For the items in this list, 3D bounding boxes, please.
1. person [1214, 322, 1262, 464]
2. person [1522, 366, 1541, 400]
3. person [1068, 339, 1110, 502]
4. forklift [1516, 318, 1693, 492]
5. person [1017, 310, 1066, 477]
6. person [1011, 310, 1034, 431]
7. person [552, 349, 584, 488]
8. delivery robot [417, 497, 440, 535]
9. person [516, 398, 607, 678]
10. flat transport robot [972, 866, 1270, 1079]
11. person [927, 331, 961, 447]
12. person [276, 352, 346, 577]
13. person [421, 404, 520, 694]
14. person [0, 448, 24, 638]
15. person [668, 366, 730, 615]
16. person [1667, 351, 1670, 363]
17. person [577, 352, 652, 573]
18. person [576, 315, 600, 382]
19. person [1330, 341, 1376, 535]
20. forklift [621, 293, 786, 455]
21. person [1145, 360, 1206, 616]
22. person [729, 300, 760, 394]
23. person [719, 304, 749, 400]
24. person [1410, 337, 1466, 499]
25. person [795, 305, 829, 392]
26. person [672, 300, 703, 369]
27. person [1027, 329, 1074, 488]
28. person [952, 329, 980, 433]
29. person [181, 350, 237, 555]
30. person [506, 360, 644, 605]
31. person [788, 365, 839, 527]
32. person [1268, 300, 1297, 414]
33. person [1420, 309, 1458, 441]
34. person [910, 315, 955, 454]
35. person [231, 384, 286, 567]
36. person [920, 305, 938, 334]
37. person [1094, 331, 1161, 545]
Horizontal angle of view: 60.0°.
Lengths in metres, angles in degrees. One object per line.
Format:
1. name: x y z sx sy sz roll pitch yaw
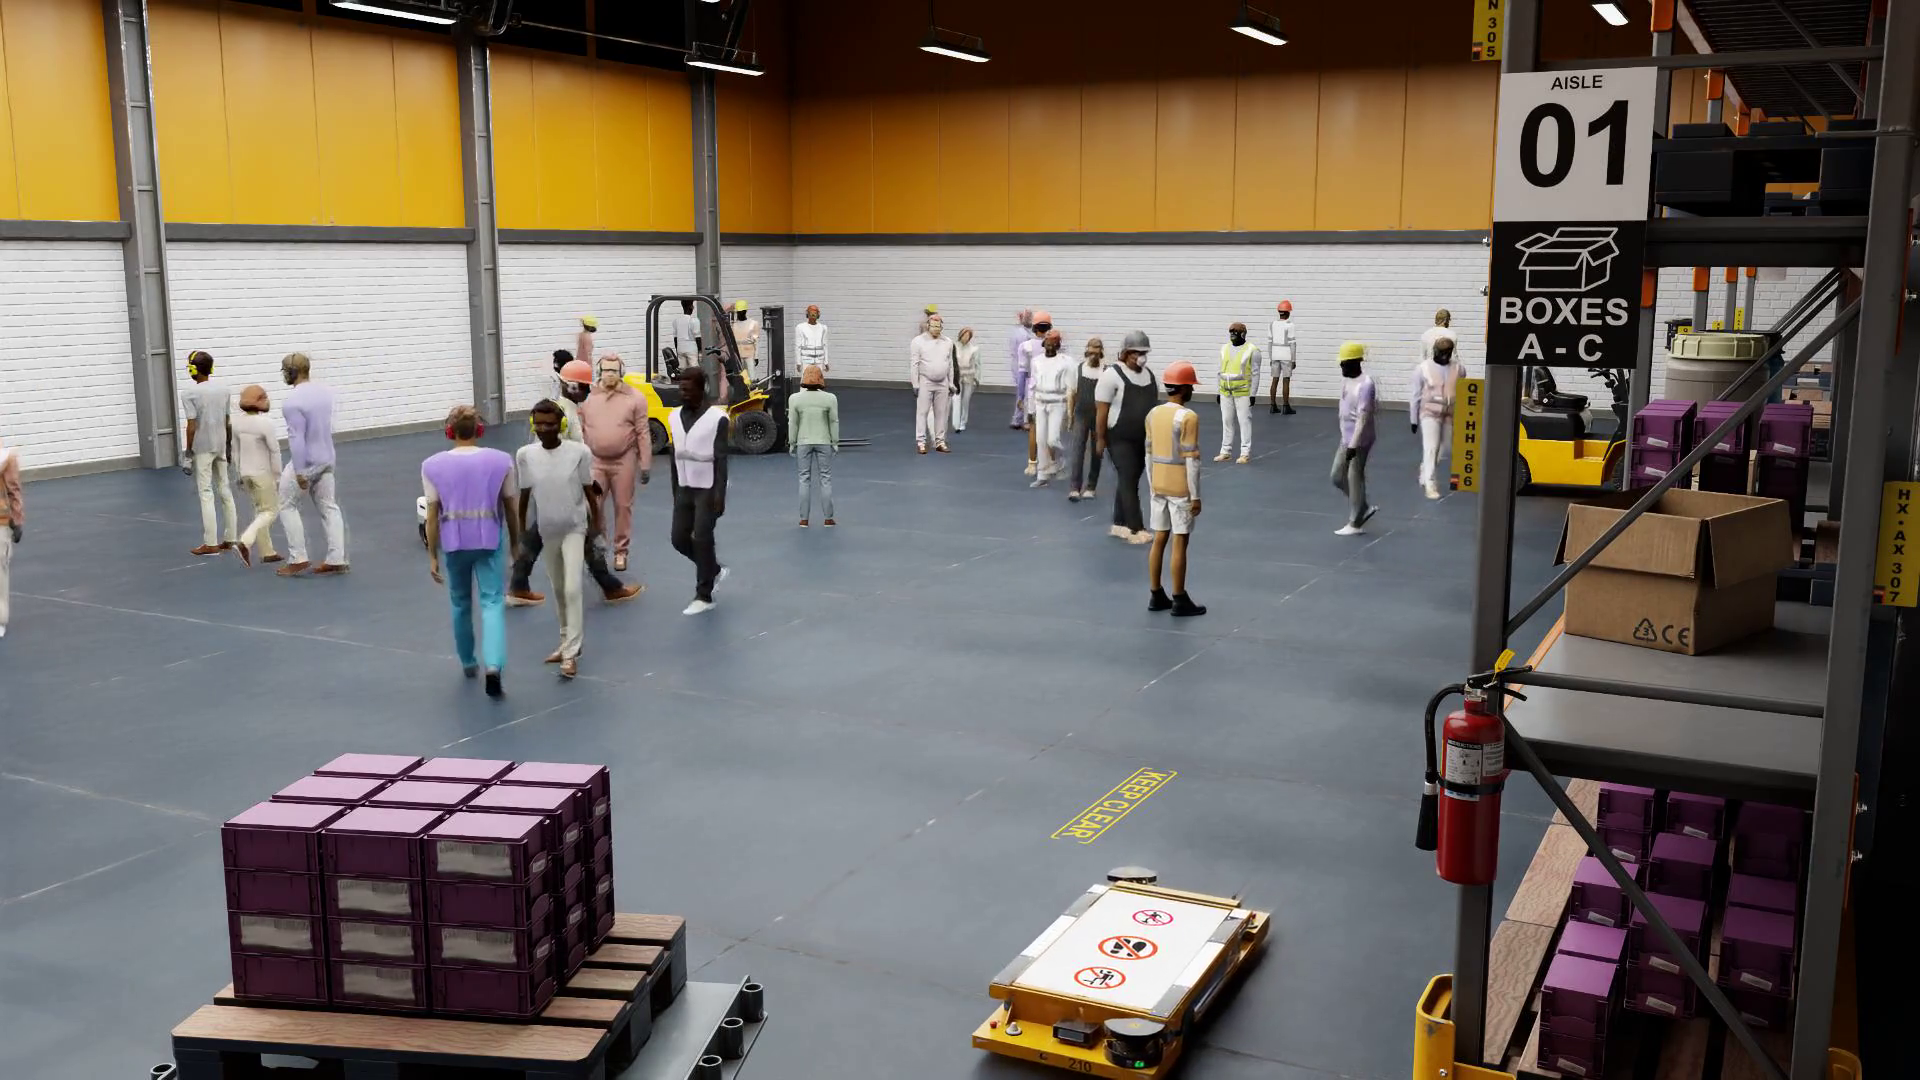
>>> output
1. person: 3.615 -1.921 21.775 0.628 1.843 0.429 8 13 41
2. person: 8.001 -2.225 23.704 0.906 1.788 0.607 -4 11 -21
3. person: 1.419 -1.301 18.295 0.532 1.799 0.922 2 10 12
4. forklift: 7.066 -1.601 18.899 2.313 2.155 1.214 5 11 27
5. person: 0.998 -1.801 20.498 0.616 2.039 0.386 -2 10 -10
6. person: 1.055 -2.602 25.639 0.485 1.867 0.675 -1 10 -5
7. person: -4.387 -1.294 18.577 0.373 1.679 0.545 -2 10 -9
8. delivery robot: -4.877 -0.279 15.715 0.477 0.478 0.707 -6 12 -33
9. person: -2.635 -0.017 10.862 0.566 1.811 0.813 1 10 6
10. flat transport robot: 0.639 1.563 6.145 0.652 0.197 1.431 5 11 25
11. person: -0.334 -2.243 23.844 0.662 1.767 0.992 0 10 -2
12. person: -5.578 -0.636 14.138 0.695 1.912 0.642 2 10 13
13. person: -3.071 0.047 10.486 0.572 1.815 0.918 -3 10 -16
14. person: -6.973 -0.110 11.891 0.544 1.623 0.406 -2 10 -13
15. person: -1.980 -0.386 12.748 0.596 1.897 0.492 6 12 32
16. person: 10.094 -2.160 23.175 0.404 1.835 0.588 -2 10 -10
17. person: -2.985 -0.654 14.265 0.681 1.891 0.558 -1 10 -6
18. person: -6.165 -2.860 27.578 0.697 1.711 0.541 -5 11 -26
19. person: 3.828 -0.979 16.150 0.453 1.905 0.586 -2 10 -13
20. forklift: -3.588 -2.317 23.042 2.313 2.155 1.214 -1 10 -5
21. person: 1.642 -0.393 12.644 0.369 1.939 0.542 -6 12 -33
22. person: -3.826 -3.283 29.456 0.587 1.916 0.415 3 10 18
23. person: -4.041 -3.337 29.991 0.621 1.845 0.993 3 10 19
24. person: 5.384 -1.396 18.827 0.625 1.817 0.732 -2 10 -9
25. person: -2.456 -2.963 27.675 0.573 1.887 0.355 -5 11 -25
26. person: -4.865 -3.379 29.850 0.607 1.966 0.367 6 11 29
27. person: 1.057 -1.526 19.398 0.623 1.868 0.458 7 12 34
28. person: 0.044 -2.439 25.495 0.536 1.581 0.881 0 10 0
29. person: -6.856 -0.792 15.162 0.329 1.871 0.508 5 11 26
30. person: -3.058 -0.425 12.913 1.068 1.930 0.624 -3 10 -16
31. person: -1.467 -0.937 16.676 0.503 1.632 0.271 0 10 -3
32. person: 5.512 -3.111 28.386 0.543 1.939 0.355 10 14 44
33. person: 6.974 -2.386 24.196 0.371 1.935 0.627 -7 12 -35
34. person: -0.361 -2.134 22.841 0.639 1.902 0.407 -5 11 -25
35. person: -6.169 -0.551 14.530 0.507 1.613 0.600 5 11 25
36. person: -0.510 -3.695 32.346 0.533 1.743 0.775 8 12 37
37. person: 1.703 -0.973 15.705 0.697 2.000 0.916 -7 12 -35
